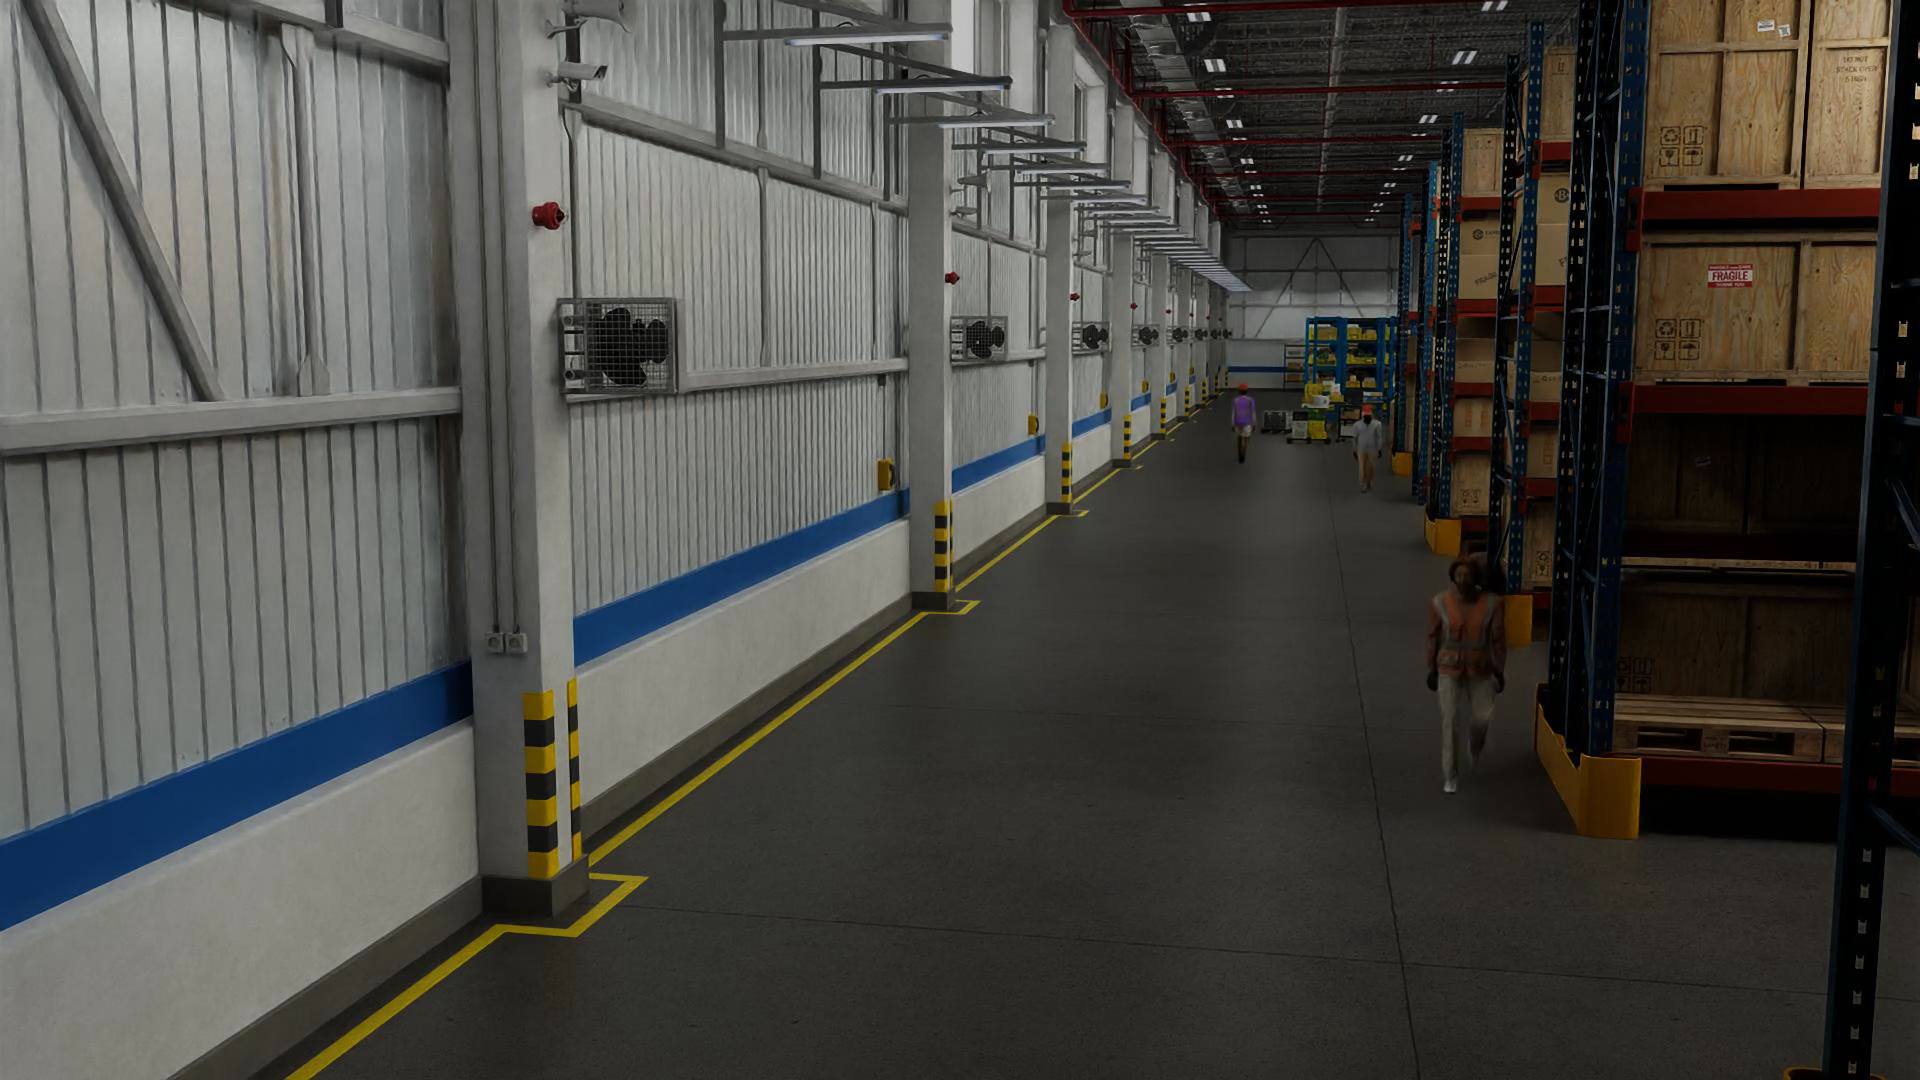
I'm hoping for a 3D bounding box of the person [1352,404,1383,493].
[{"bbox_3d":[7.841,-1.761,32.030,0.587,1.729,0.388,1,7,9],"label":"person"}]

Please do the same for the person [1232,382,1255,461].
[{"bbox_3d":[6.757,-2.815,39.740,0.566,1.922,0.600,3,8,20],"label":"person"}]

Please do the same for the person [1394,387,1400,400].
[{"bbox_3d":[12.398,-3.599,46.766,0.345,1.735,0.485,-5,9,-37],"label":"person"}]

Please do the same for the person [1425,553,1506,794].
[{"bbox_3d":[3.419,0.886,11.275,0.531,1.622,0.462,2,7,16],"label":"person"}]
